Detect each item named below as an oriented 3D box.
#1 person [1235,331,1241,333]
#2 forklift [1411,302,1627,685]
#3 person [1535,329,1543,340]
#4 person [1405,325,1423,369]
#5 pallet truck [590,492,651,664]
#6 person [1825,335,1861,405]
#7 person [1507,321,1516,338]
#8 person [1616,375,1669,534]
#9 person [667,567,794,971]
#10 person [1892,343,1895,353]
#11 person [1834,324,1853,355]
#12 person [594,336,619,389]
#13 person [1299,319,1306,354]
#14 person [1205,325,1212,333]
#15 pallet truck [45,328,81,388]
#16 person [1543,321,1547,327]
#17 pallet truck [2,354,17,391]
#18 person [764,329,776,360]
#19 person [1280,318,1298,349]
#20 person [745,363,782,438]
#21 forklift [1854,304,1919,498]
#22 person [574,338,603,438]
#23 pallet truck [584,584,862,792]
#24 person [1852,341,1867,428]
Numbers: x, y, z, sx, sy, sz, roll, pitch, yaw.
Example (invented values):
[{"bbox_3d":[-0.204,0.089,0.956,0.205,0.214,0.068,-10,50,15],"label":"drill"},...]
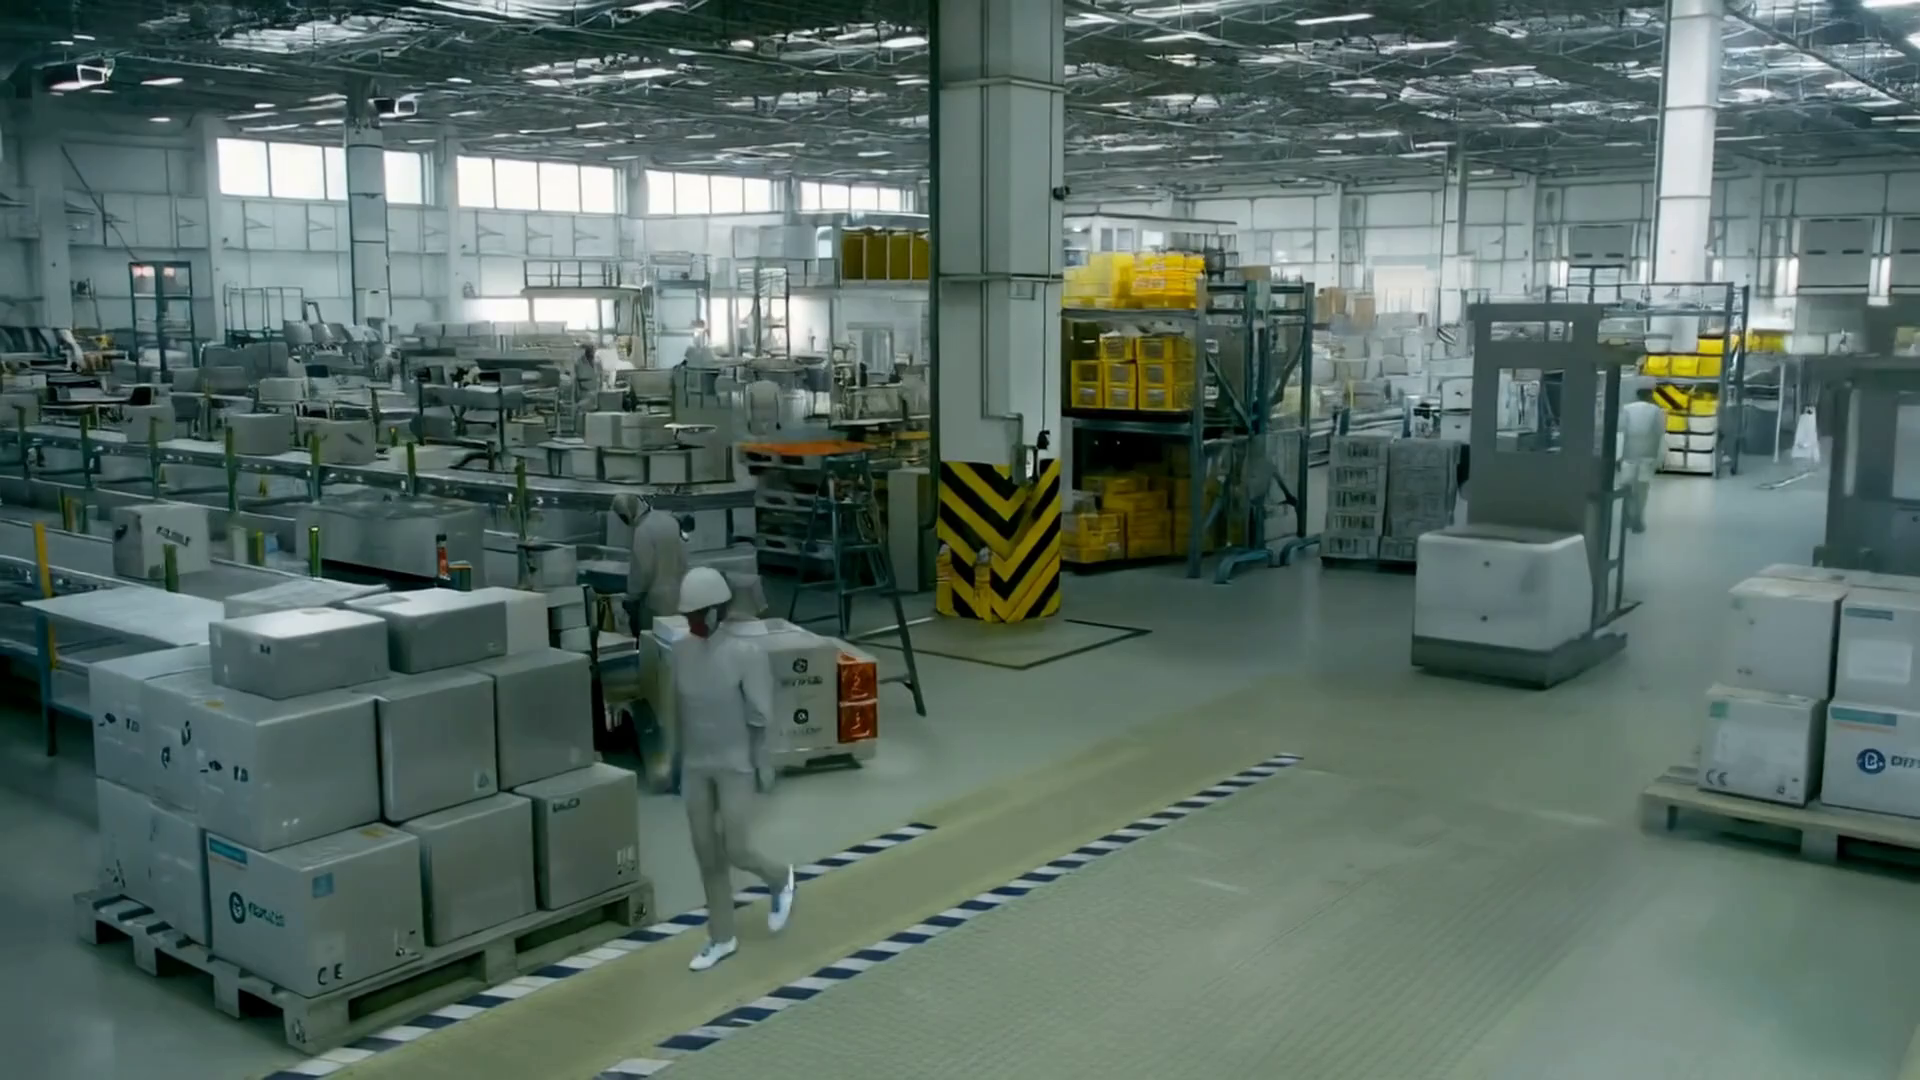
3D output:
[{"bbox_3d":[8.529,-5.566,51.238,0.525,1.751,0.410,-7,11,-38],"label":"person"},{"bbox_3d":[4.379,-0.438,12.852,1.129,2.768,1.873,7,11,37],"label":"forklift"},{"bbox_3d":[15.836,-4.781,45.306,0.618,1.923,0.920,-8,11,-42],"label":"person"},{"bbox_3d":[16.825,-7.107,61.767,0.848,1.703,0.493,-2,9,-15],"label":"person"},{"bbox_3d":[-3.115,0.344,12.883,0.653,1.274,1.630,7,11,37],"label":"pallet truck"},{"bbox_3d":[22.988,-4.391,43.043,0.957,1.818,0.554,1,8,6],"label":"person"},{"bbox_3d":[26.497,-9.955,80.042,0.613,1.978,0.757,-7,11,-38],"label":"person"},{"bbox_3d":[8.337,-1.047,20.233,0.567,1.902,0.852,7,11,38],"label":"person"},{"bbox_3d":[-1.003,0.966,7.205,0.522,1.748,0.509,5,10,30],"label":"person"},{"bbox_3d":[18.773,-3.069,33.744,0.362,1.939,0.542,5,10,30],"label":"person"},{"bbox_3d":[30.583,-6.565,57.614,0.550,1.844,0.717,0,8,-3],"label":"person"},{"bbox_3d":[-8.531,-3.991,40.136,0.637,1.888,0.660,8,11,43],"label":"person"},{"bbox_3d":[15.974,-9.532,77.358,0.402,1.935,0.551,-7,11,-38],"label":"person"},{"bbox_3d":[7.898,-5.851,52.632,0.469,1.901,0.586,2,9,14],"label":"person"},{"bbox_3d":[-23.775,-4.544,43.495,1.885,1.965,0.823,6,10,35],"label":"pallet truck"},{"bbox_3d":[24.354,-8.258,69.113,0.431,1.835,0.622,-2,9,-12],"label":"person"},{"bbox_3d":[-24.881,-4.417,42.634,1.885,1.965,0.823,8,11,41],"label":"pallet truck"},{"bbox_3d":[-7.094,-7.240,62.321,0.557,1.814,0.538,-6,11,-37],"label":"person"},{"bbox_3d":[17.083,-10.872,86.494,0.985,1.906,0.644,7,11,41],"label":"person"},{"bbox_3d":[-3.086,-1.893,26.289,0.604,1.808,0.776,-4,9,-23],"label":"person"},{"bbox_3d":[6.054,-0.064,10.331,1.129,2.768,1.873,6,11,37],"label":"forklift"},{"bbox_3d":[-7.092,-2.845,31.878,0.379,2.045,0.605,6,10,33],"label":"person"},{"bbox_3d":[-1.426,0.805,10.019,1.601,1.201,0.680,-4,9,-26],"label":"pallet truck"},{"bbox_3d":[19.401,-3.324,35.473,0.379,1.937,0.547,-5,10,-29],"label":"person"}]
